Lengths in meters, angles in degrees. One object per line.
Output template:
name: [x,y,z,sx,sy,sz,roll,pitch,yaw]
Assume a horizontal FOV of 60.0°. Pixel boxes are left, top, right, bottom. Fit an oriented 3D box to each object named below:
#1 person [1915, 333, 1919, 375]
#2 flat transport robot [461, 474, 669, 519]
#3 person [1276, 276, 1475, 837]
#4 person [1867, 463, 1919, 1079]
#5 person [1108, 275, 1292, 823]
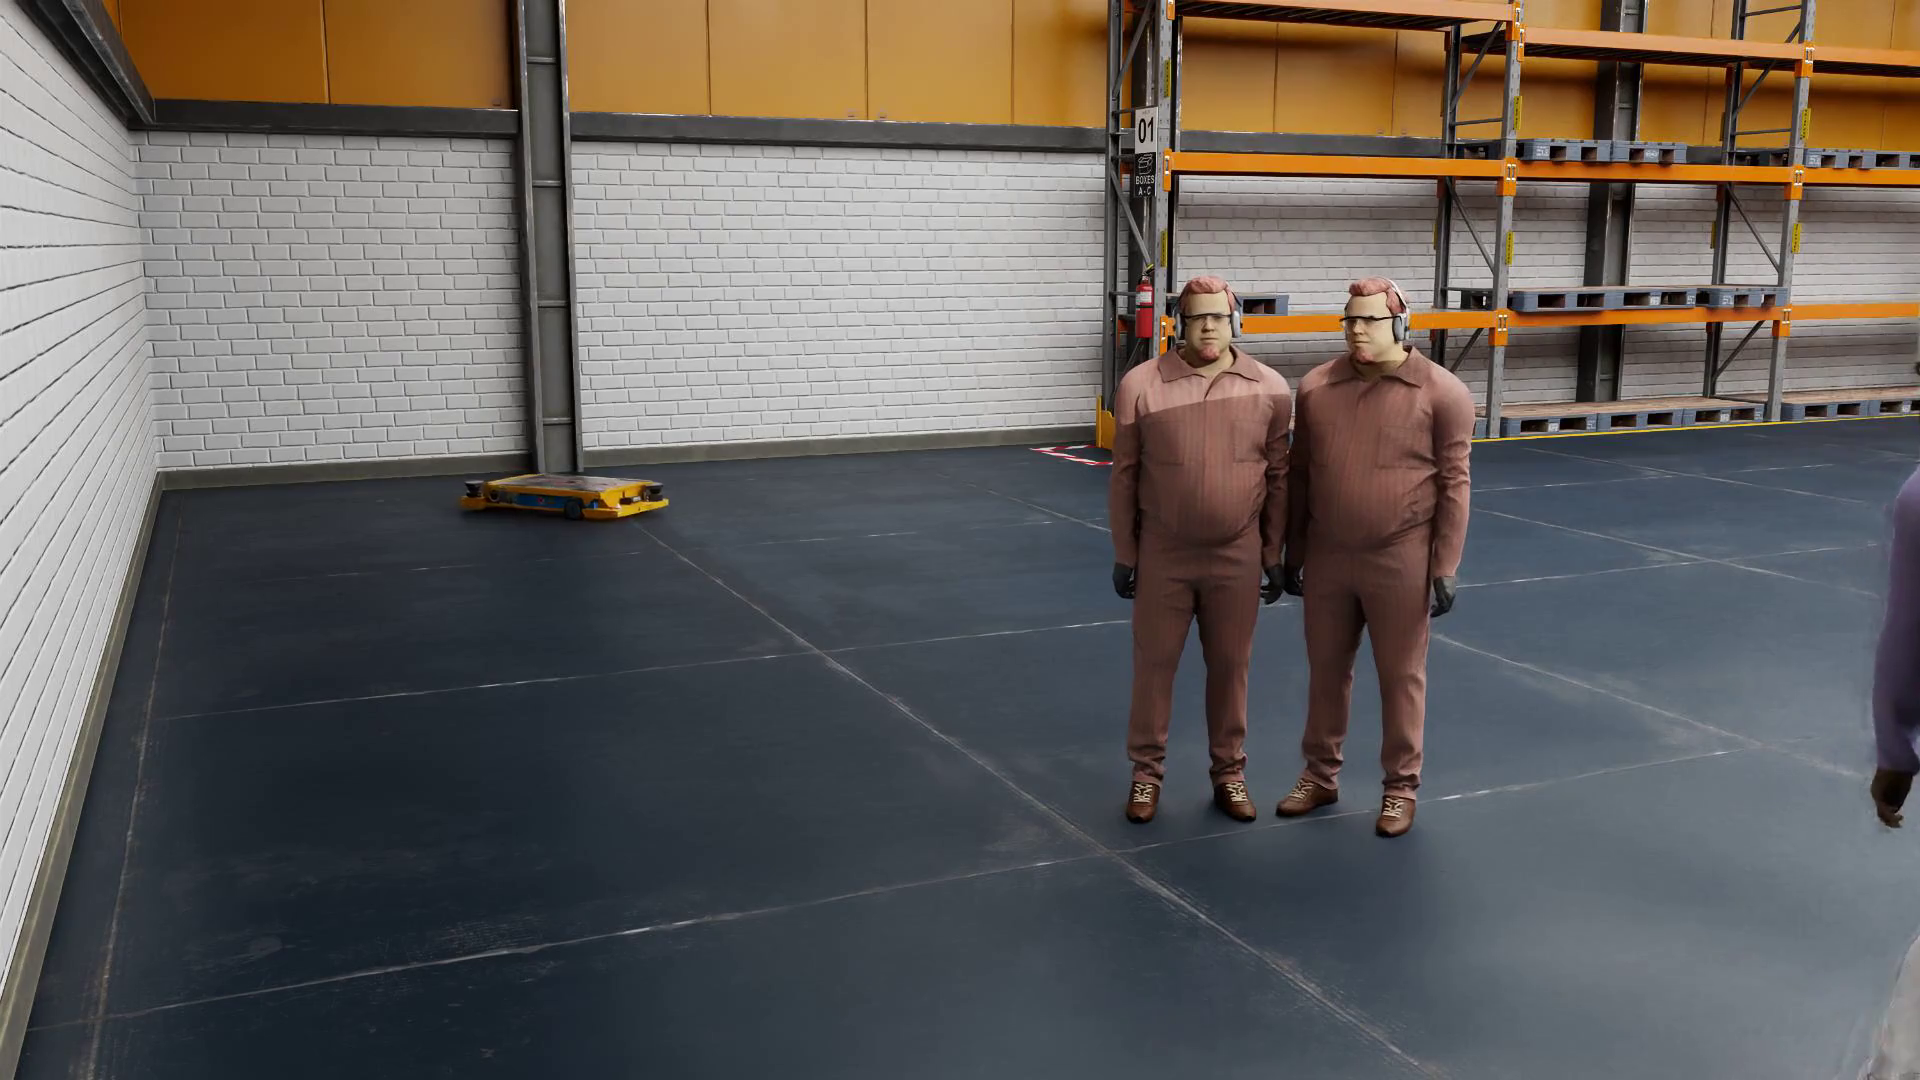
person: [8.924,-1.646,14.932,0.622,2.016,0.907,7,13,36]
flat transport robot: [-2.973,-0.343,12.499,1.431,0.197,0.652,5,11,24]
person: [1.393,0.059,5.708,0.652,1.906,0.403,7,12,35]
person: [2.134,0.481,3.328,0.567,1.919,0.635,-7,13,-36]
person: [0.838,0.041,5.806,0.641,1.909,0.409,0,10,-1]
